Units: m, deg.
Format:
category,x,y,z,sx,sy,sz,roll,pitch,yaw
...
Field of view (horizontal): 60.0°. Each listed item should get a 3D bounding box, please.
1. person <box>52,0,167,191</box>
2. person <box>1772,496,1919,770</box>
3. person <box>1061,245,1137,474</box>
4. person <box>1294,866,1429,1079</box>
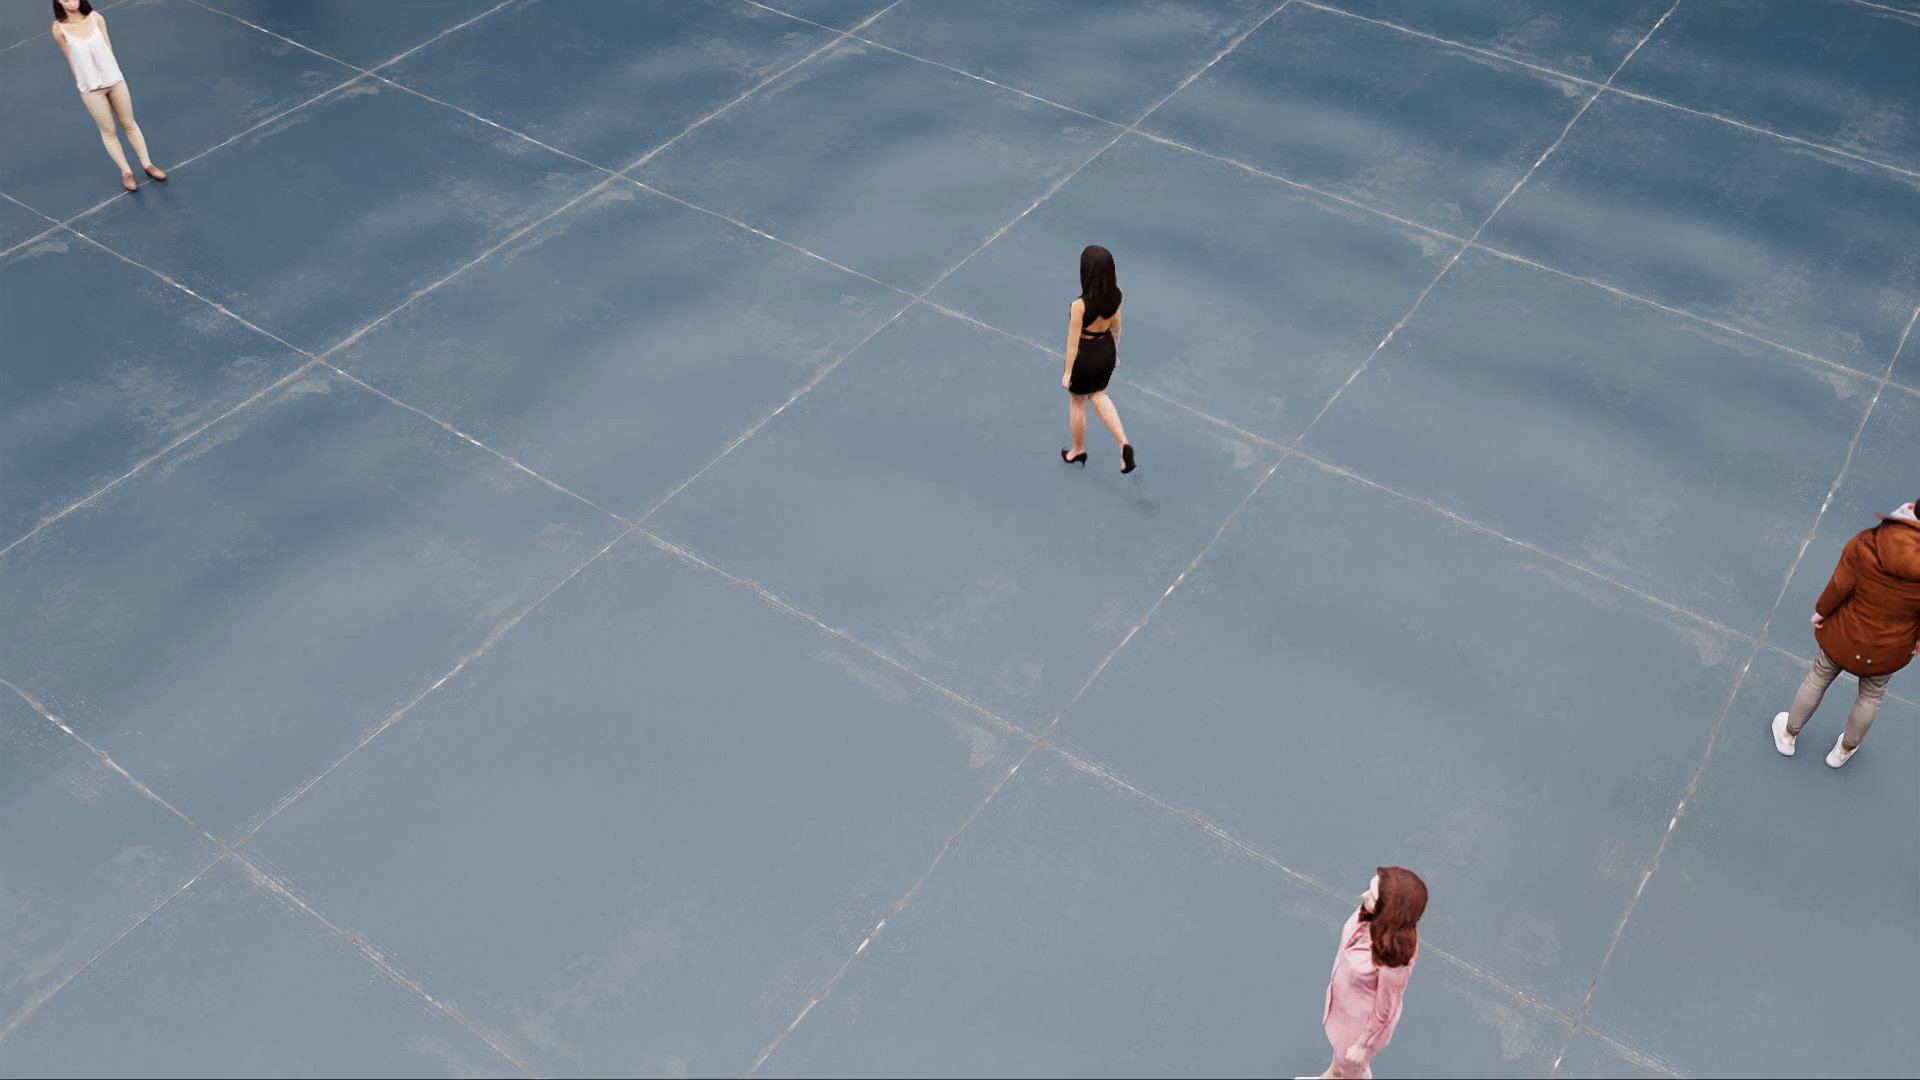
category,x,y,z,sx,sy,sz,roll,pitch,yaw
person,-6.613,-3.522,12.778,0.571,1.653,0.637,26,49,25
person,4.595,0.449,8.391,0.681,1.837,0.812,18,46,18
person,0.861,-1.027,10.117,0.709,1.638,0.894,-29,50,-27
person,1.665,1.911,6.850,0.705,1.803,0.686,0,43,0
